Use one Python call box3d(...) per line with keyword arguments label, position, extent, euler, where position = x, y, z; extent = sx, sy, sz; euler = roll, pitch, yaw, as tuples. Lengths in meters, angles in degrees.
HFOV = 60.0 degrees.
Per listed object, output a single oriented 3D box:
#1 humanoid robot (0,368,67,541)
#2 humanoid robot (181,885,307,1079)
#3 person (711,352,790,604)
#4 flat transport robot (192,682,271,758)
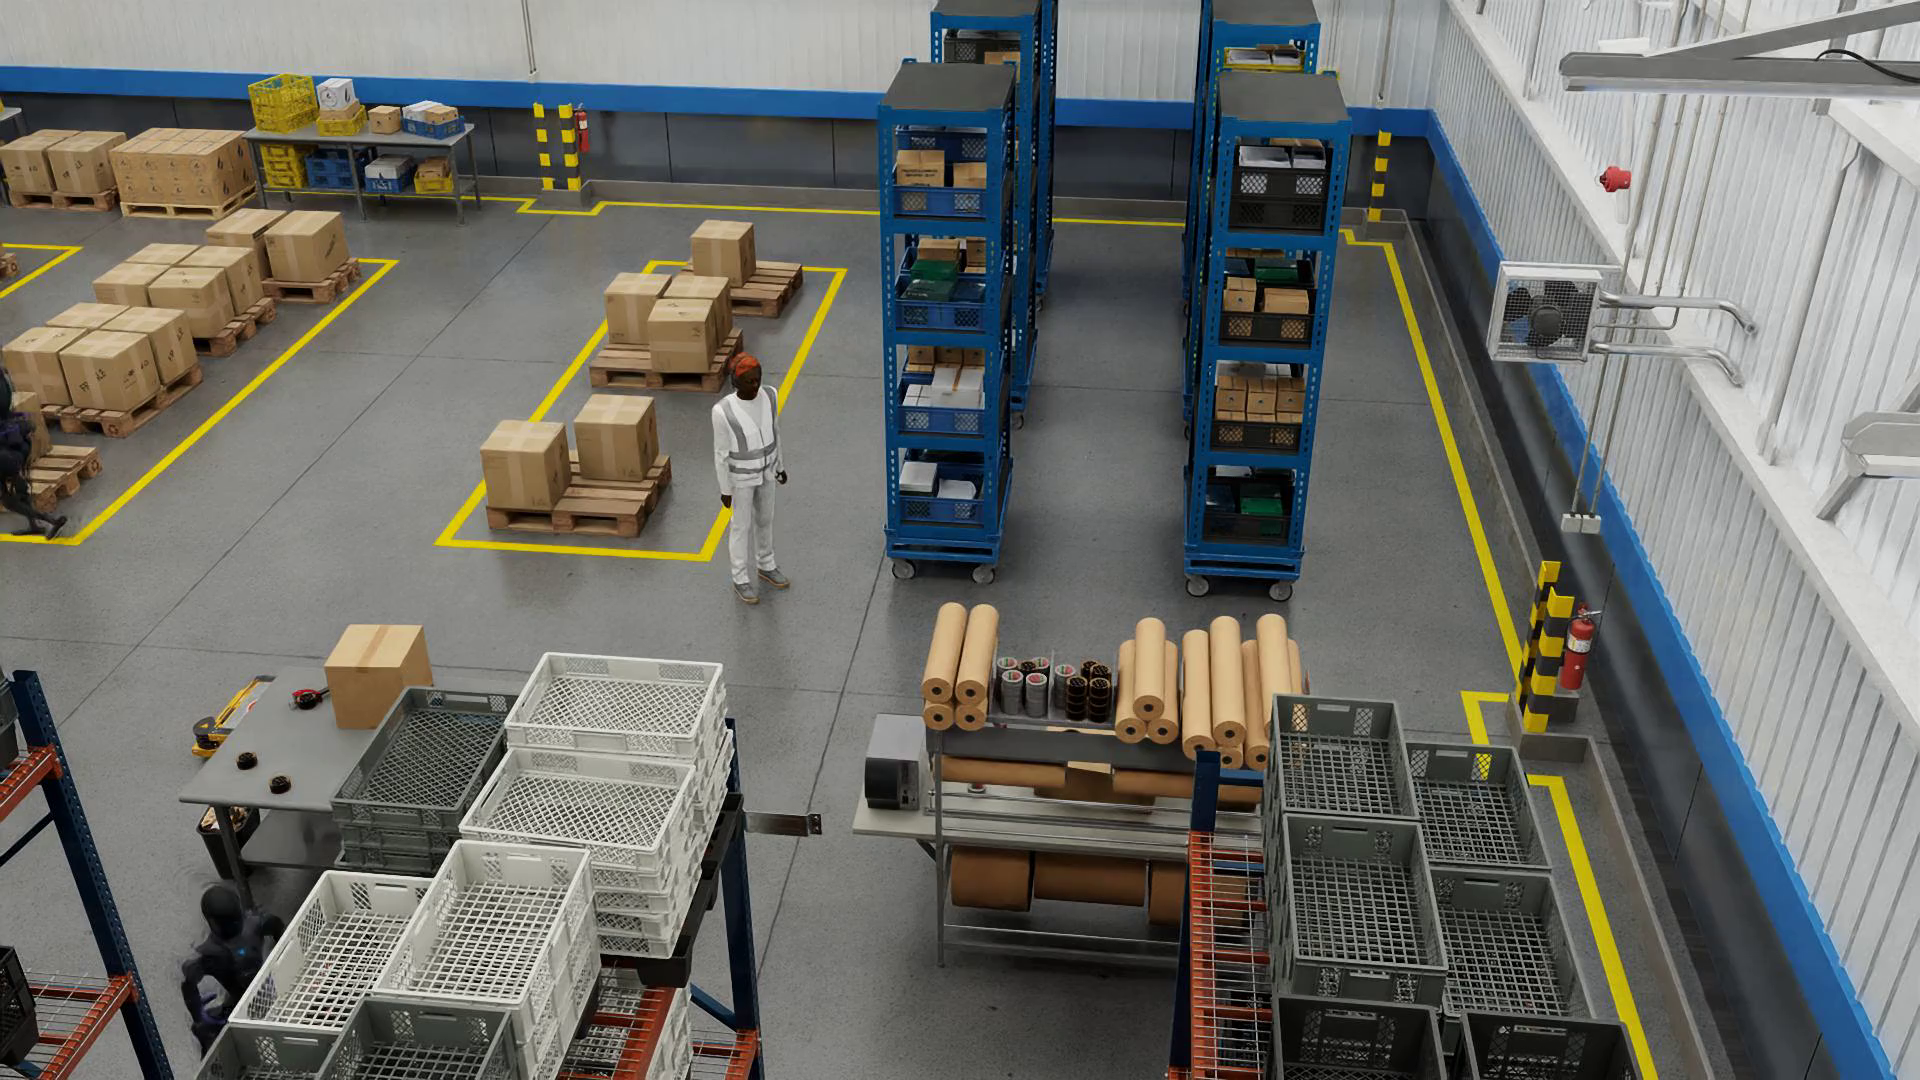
box3d(label="humanoid robot", position=(-7.148, -0.734, 12.533), extent=(0.429, 1.650, 0.590), euler=(-5, 31, -9))
box3d(label="humanoid robot", position=(-3.139, 2.224, 7.479), extent=(0.719, 1.624, 0.561), euler=(24, 38, 35))
box3d(label="person", position=(-1.478, -0.454, 11.851), extent=(0.341, 1.879, 0.584), euler=(25, 39, 36))
box3d(label="flat transport robot", position=(-4.089, 1.163, 10.648), extent=(1.431, 0.197, 0.652), euler=(3, 30, 6))
